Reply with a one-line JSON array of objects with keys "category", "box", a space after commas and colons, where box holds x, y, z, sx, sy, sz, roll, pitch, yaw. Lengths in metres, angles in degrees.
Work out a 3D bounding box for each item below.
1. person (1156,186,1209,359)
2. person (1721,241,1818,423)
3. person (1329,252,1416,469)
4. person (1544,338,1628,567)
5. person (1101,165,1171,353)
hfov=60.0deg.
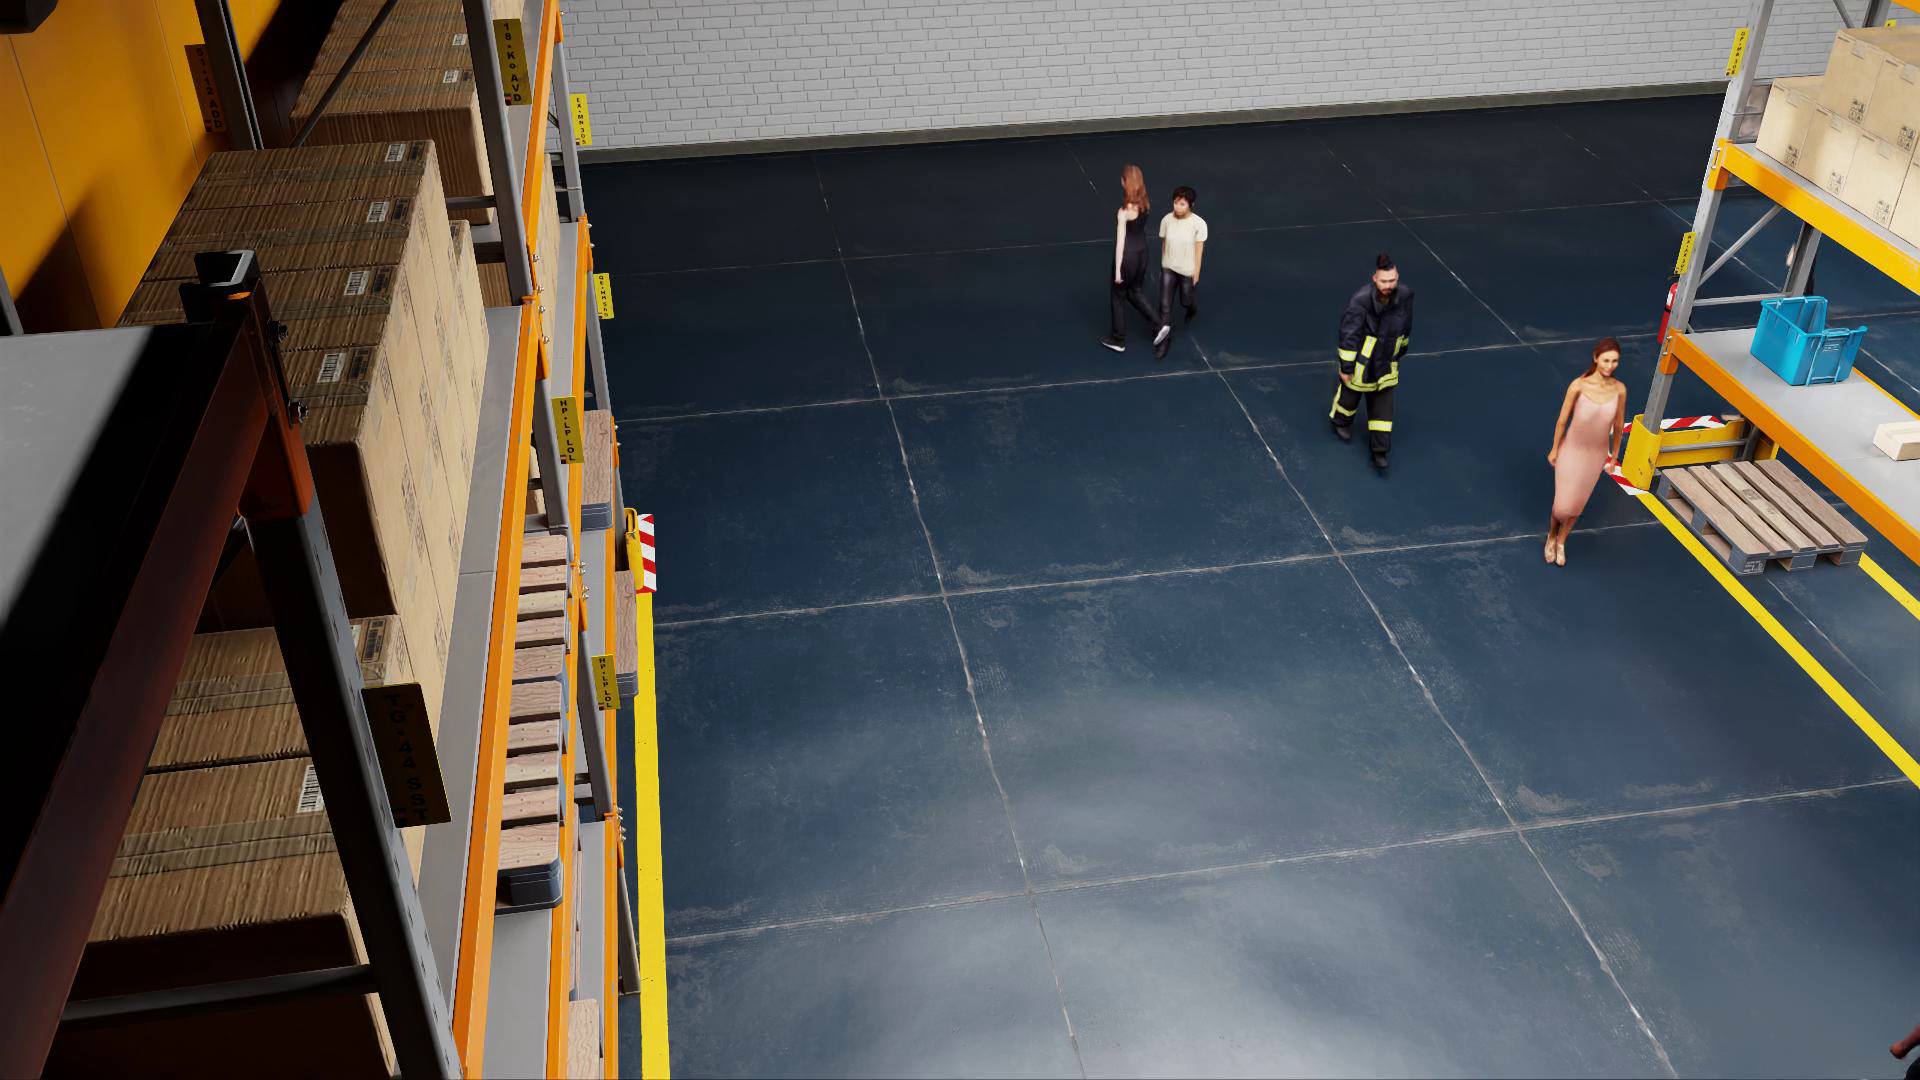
[{"category": "person", "box": [2.003, -2.434, 14.905, 0.941, 1.561, 1.073, 15, 36, 21]}, {"category": "person", "box": [6.769, -1.607, 13.526, 1.033, 1.711, 0.971, 22, 39, 29]}, {"category": "person", "box": [3.281, -1.524, 13.313, 0.855, 1.808, 1.172, -4, 34, -5]}, {"category": "person", "box": [4.463, -0.657, 11.993, 0.661, 1.826, 0.646, 2, 34, 2]}, {"category": "person", "box": [1.609, -2.469, 14.813, 0.976, 1.722, 0.876, 24, 40, 31]}]
